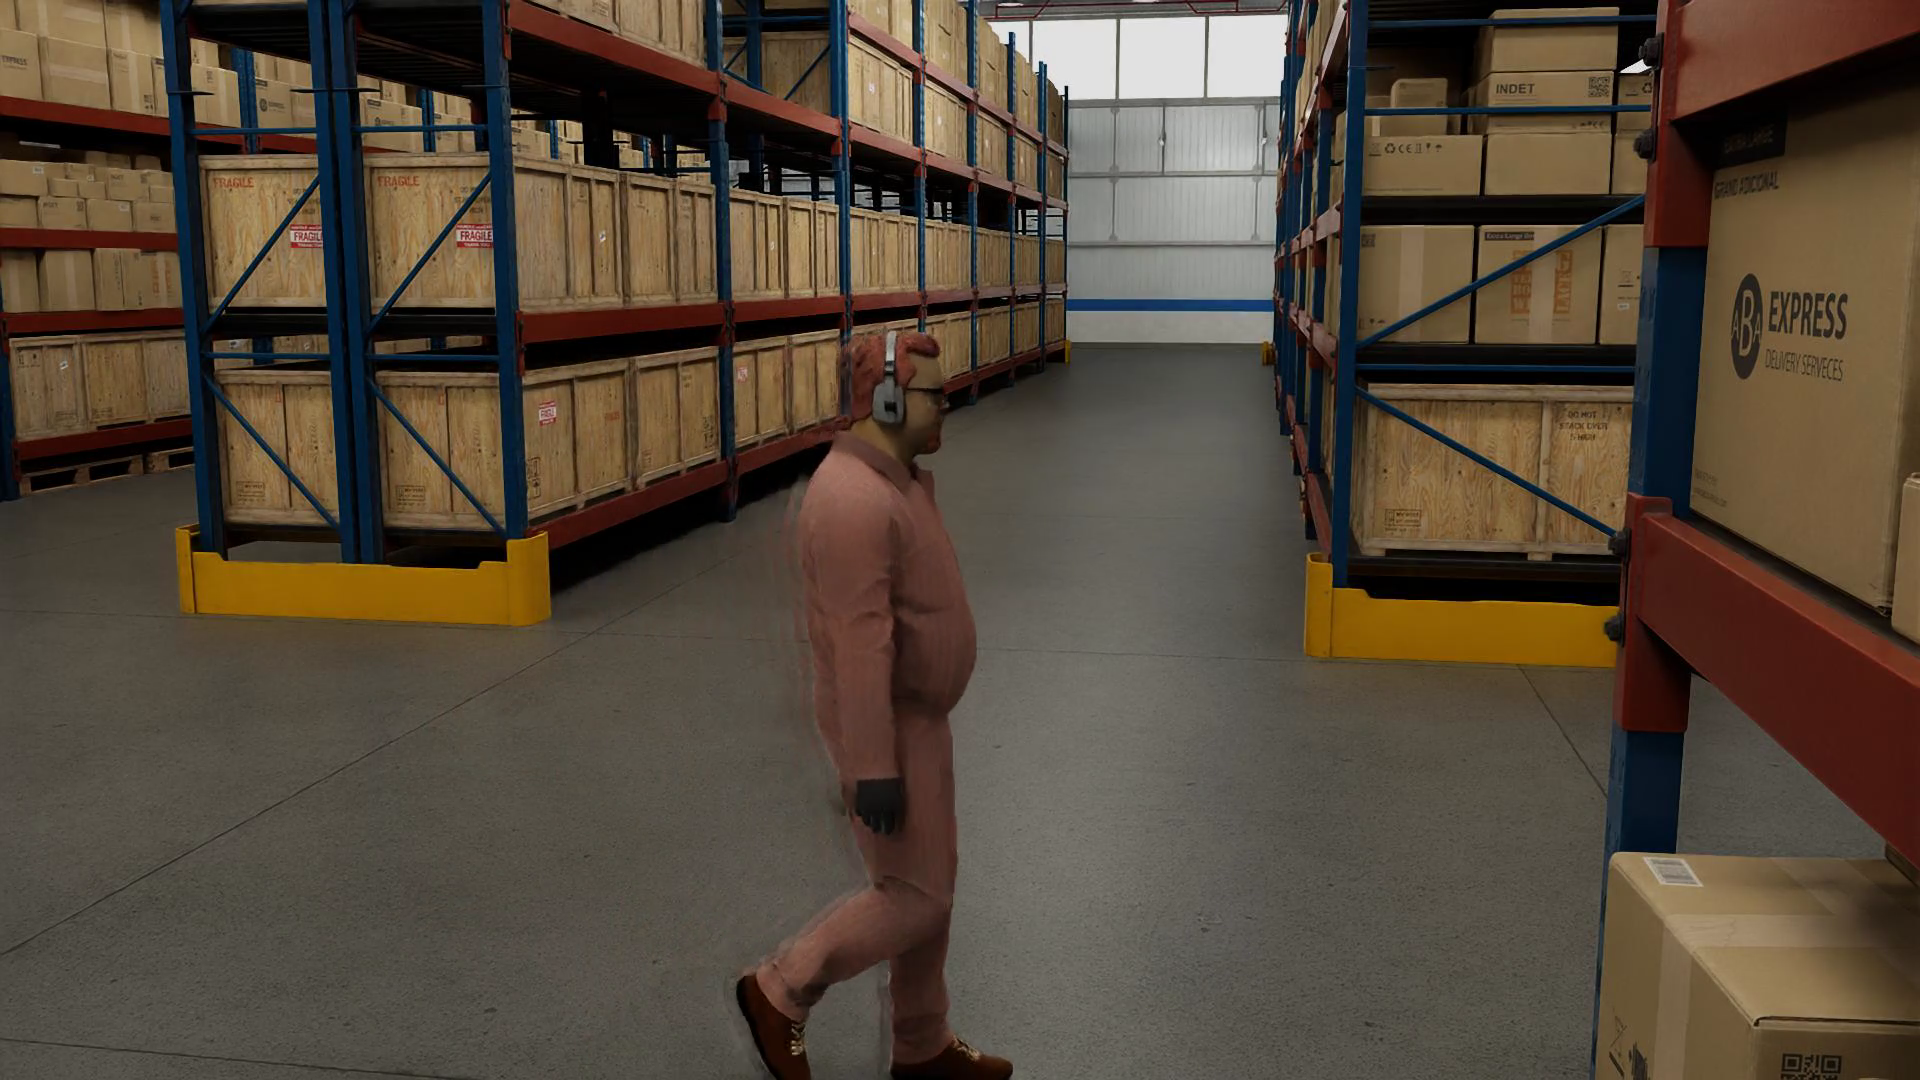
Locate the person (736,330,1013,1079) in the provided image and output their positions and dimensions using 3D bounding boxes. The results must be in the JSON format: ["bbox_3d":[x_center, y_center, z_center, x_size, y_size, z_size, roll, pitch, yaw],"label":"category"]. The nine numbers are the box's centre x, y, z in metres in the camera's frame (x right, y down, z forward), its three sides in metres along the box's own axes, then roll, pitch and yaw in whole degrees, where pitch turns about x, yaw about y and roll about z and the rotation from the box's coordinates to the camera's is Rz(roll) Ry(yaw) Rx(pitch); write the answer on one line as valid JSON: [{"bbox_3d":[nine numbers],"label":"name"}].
[{"bbox_3d":[-0.193,0.445,3.991,0.569,1.888,0.670,1,9,9],"label":"person"}]
